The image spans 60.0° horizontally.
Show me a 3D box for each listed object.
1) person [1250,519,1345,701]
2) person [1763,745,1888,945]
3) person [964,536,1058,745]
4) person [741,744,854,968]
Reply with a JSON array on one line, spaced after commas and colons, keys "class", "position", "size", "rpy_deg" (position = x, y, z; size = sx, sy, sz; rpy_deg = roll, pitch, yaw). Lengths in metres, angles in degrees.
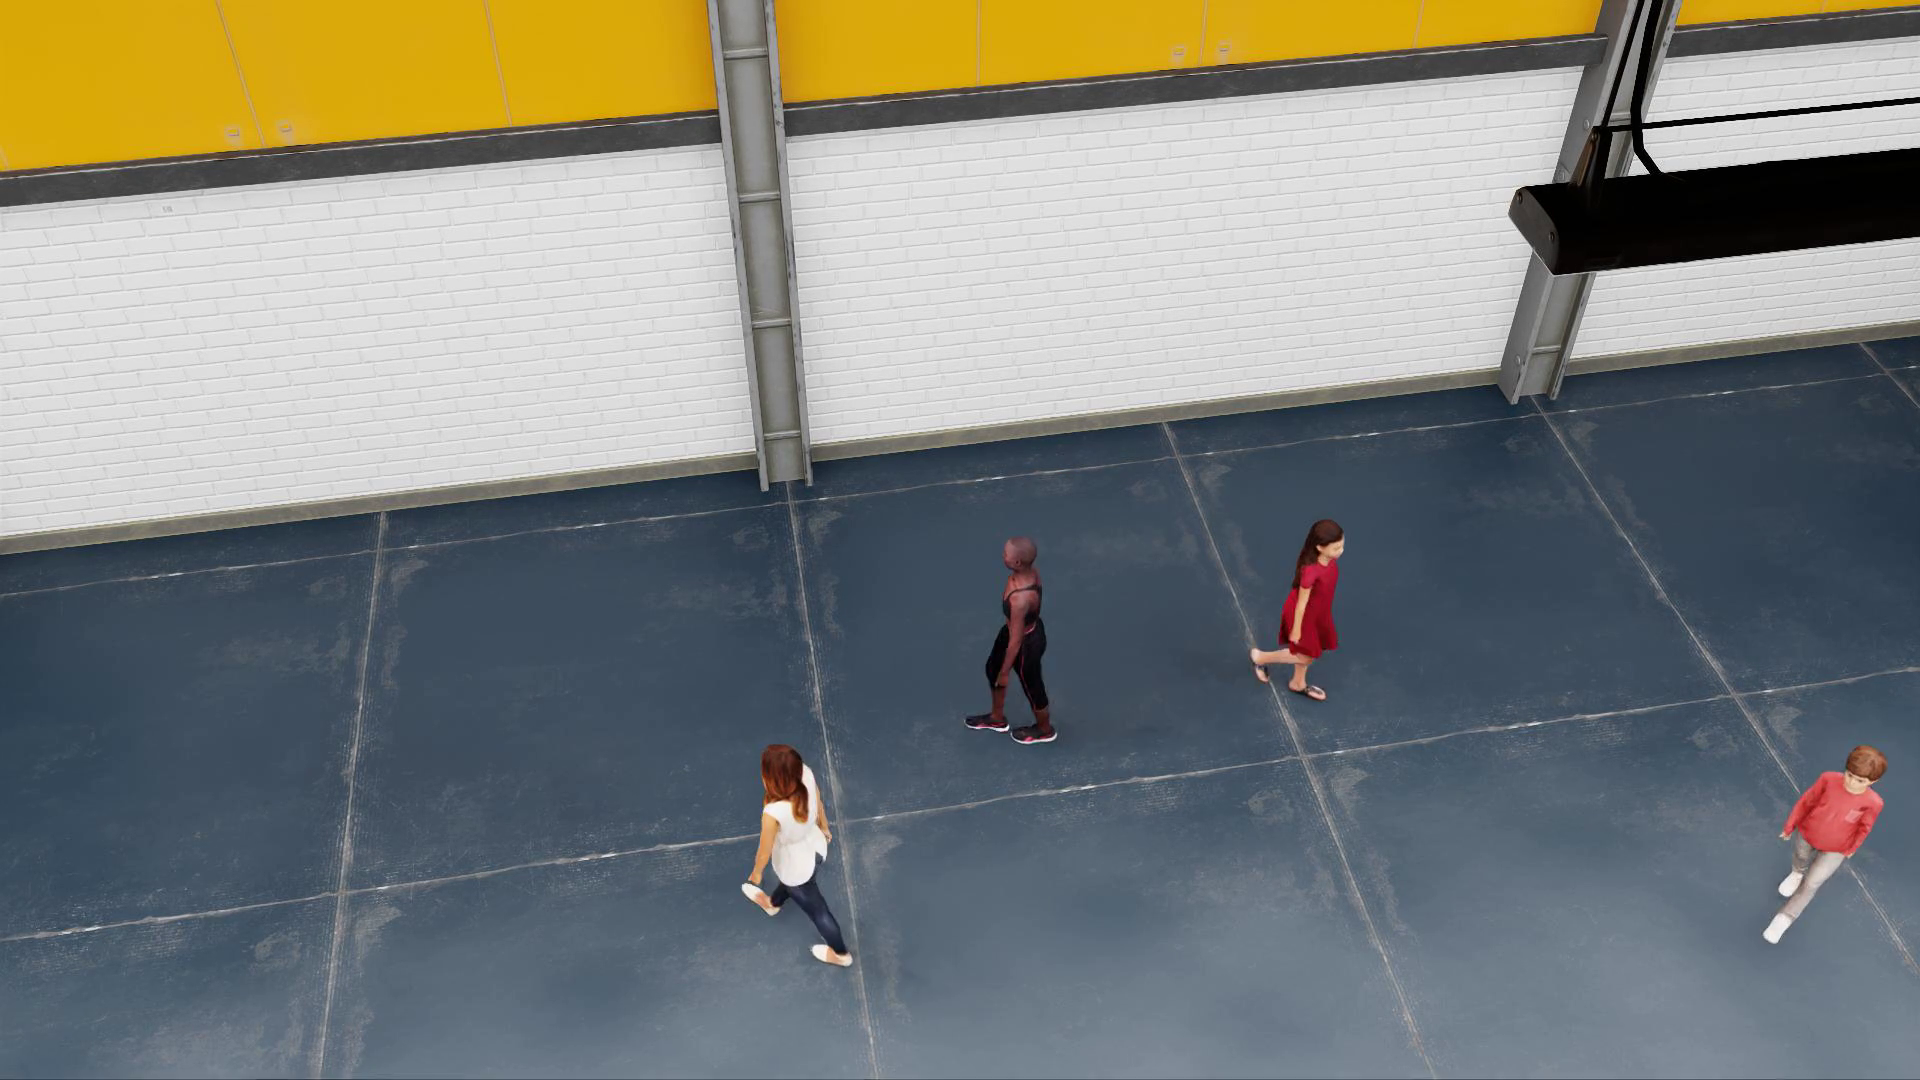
[{"class": "person", "position": [2.149, 0.433, 10.584], "size": [0.875, 1.546, 0.790], "rpy_deg": [21, 47, 21]}, {"class": "person", "position": [4.941, 1.630, 9.444], "size": [0.993, 1.386, 0.827], "rpy_deg": [-31, 52, -29]}, {"class": "person", "position": [0.495, 0.650, 10.212], "size": [0.894, 1.745, 0.734], "rpy_deg": [1, 44, 1]}, {"class": "person", "position": [-0.784, 1.761, 9.041], "size": [1.109, 1.752, 0.969], "rpy_deg": [19, 47, 19]}]
